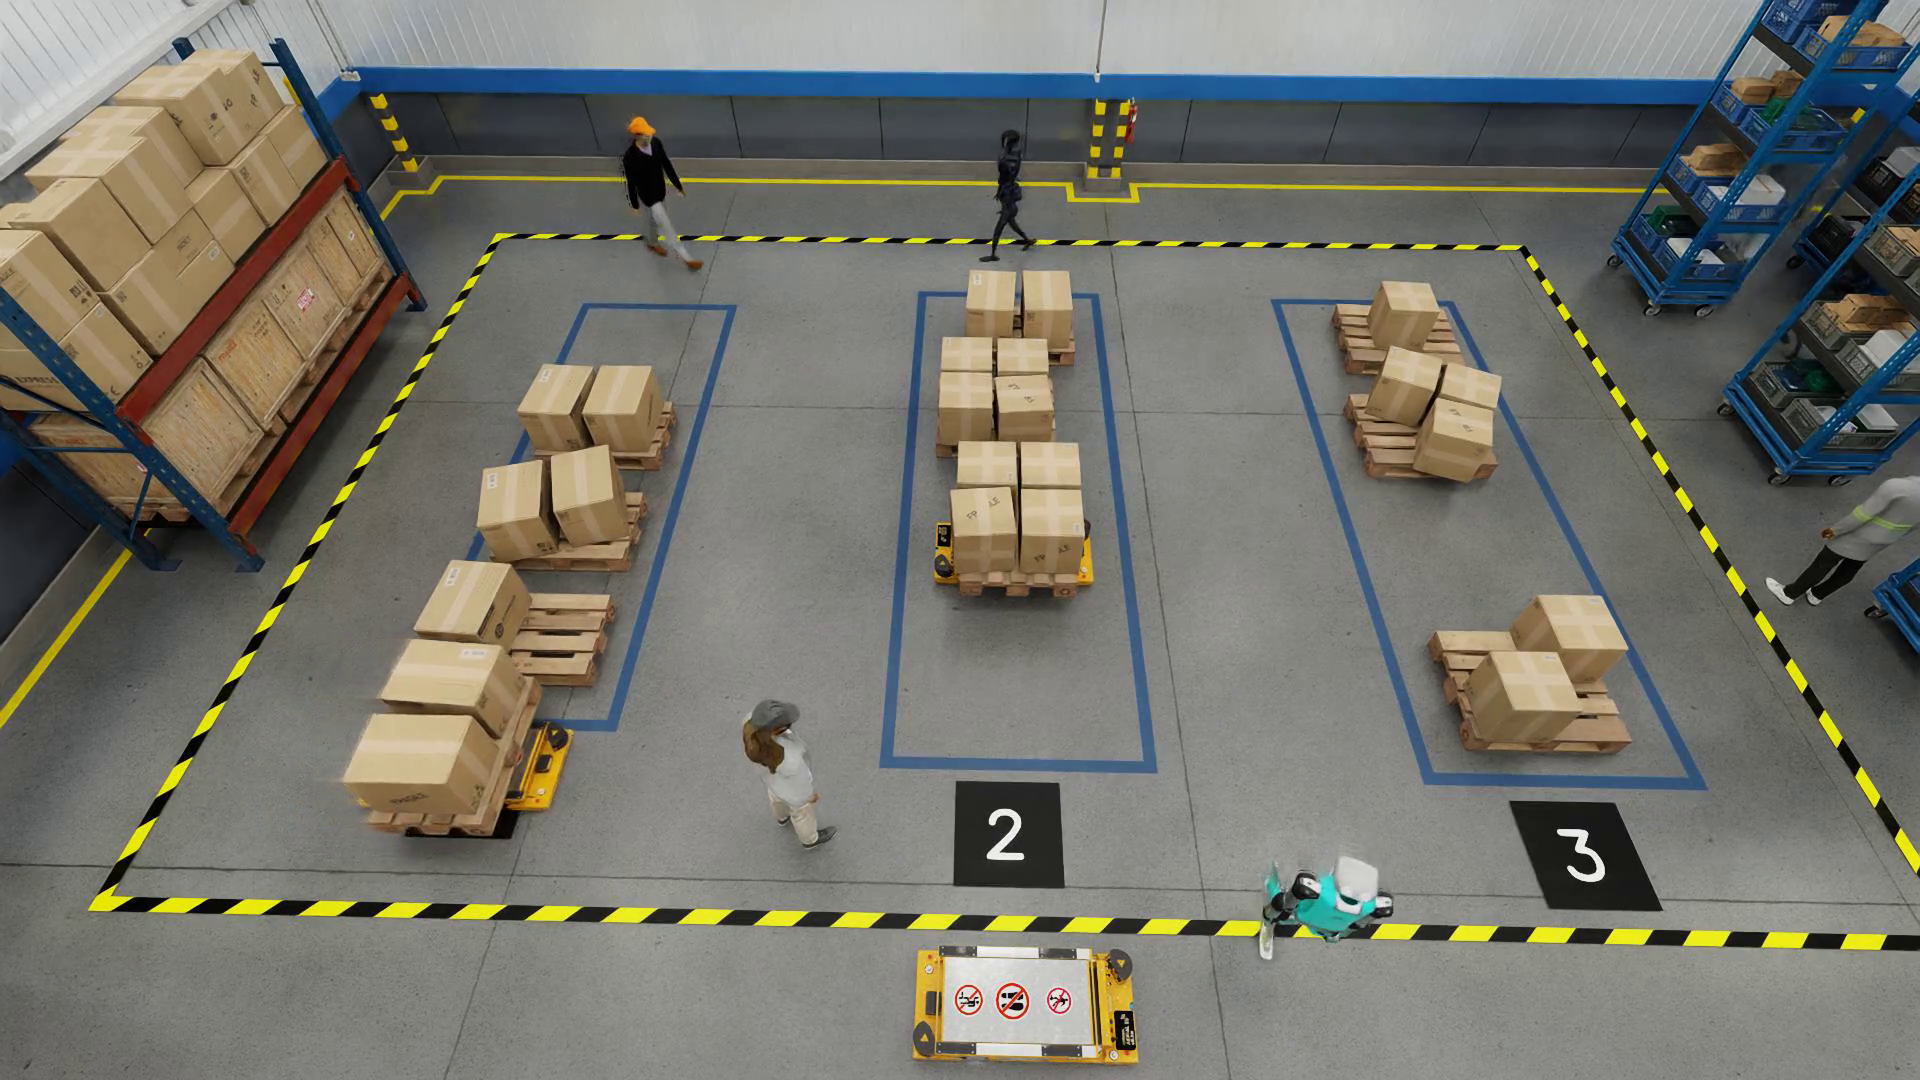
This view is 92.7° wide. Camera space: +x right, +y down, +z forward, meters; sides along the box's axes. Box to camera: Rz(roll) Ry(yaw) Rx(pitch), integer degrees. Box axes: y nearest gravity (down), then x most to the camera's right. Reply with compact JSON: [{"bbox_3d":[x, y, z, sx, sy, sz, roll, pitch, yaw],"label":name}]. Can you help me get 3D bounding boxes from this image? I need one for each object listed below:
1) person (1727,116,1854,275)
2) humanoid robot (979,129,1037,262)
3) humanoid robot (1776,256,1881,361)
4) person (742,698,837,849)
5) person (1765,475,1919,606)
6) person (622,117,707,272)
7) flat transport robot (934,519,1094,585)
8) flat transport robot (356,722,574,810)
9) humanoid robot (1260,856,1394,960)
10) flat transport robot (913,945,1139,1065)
[{"bbox_3d":[9.506,-3.946,10.643,0.649,1.914,0.541,32,58,23],"label":"person"},{"bbox_3d":[0.612,-4.104,10.952,0.760,1.640,0.588,-8,51,-6],"label":"humanoid robot"},{"bbox_3d":[9.399,-2.644,9.753,0.603,1.626,0.756,5,51,4],"label":"humanoid robot"},{"bbox_3d":[-1.180,1.594,6.218,0.571,1.767,0.395,37,60,26],"label":"person"},{"bbox_3d":[7.485,-0.092,7.539,0.589,1.852,0.373,3,51,3],"label":"person"},{"bbox_3d":[-3.547,-4.070,10.801,1.021,1.823,0.614,20,54,16],"label":"person"},{"bbox_3d":[0.490,0.087,8.397,1.431,0.197,0.652,1,51,1],"label":"flat transport robot"},{"bbox_3d":[-3.805,1.723,7.063,1.431,0.197,0.652,1,51,1],"label":"flat transport robot"},{"bbox_3d":[2.175,2.240,5.788,0.547,1.899,0.716,10,52,8],"label":"humanoid robot"},{"bbox_3d":[0.422,3.041,6.007,1.431,0.231,0.659,1,51,1],"label":"flat transport robot"}]
